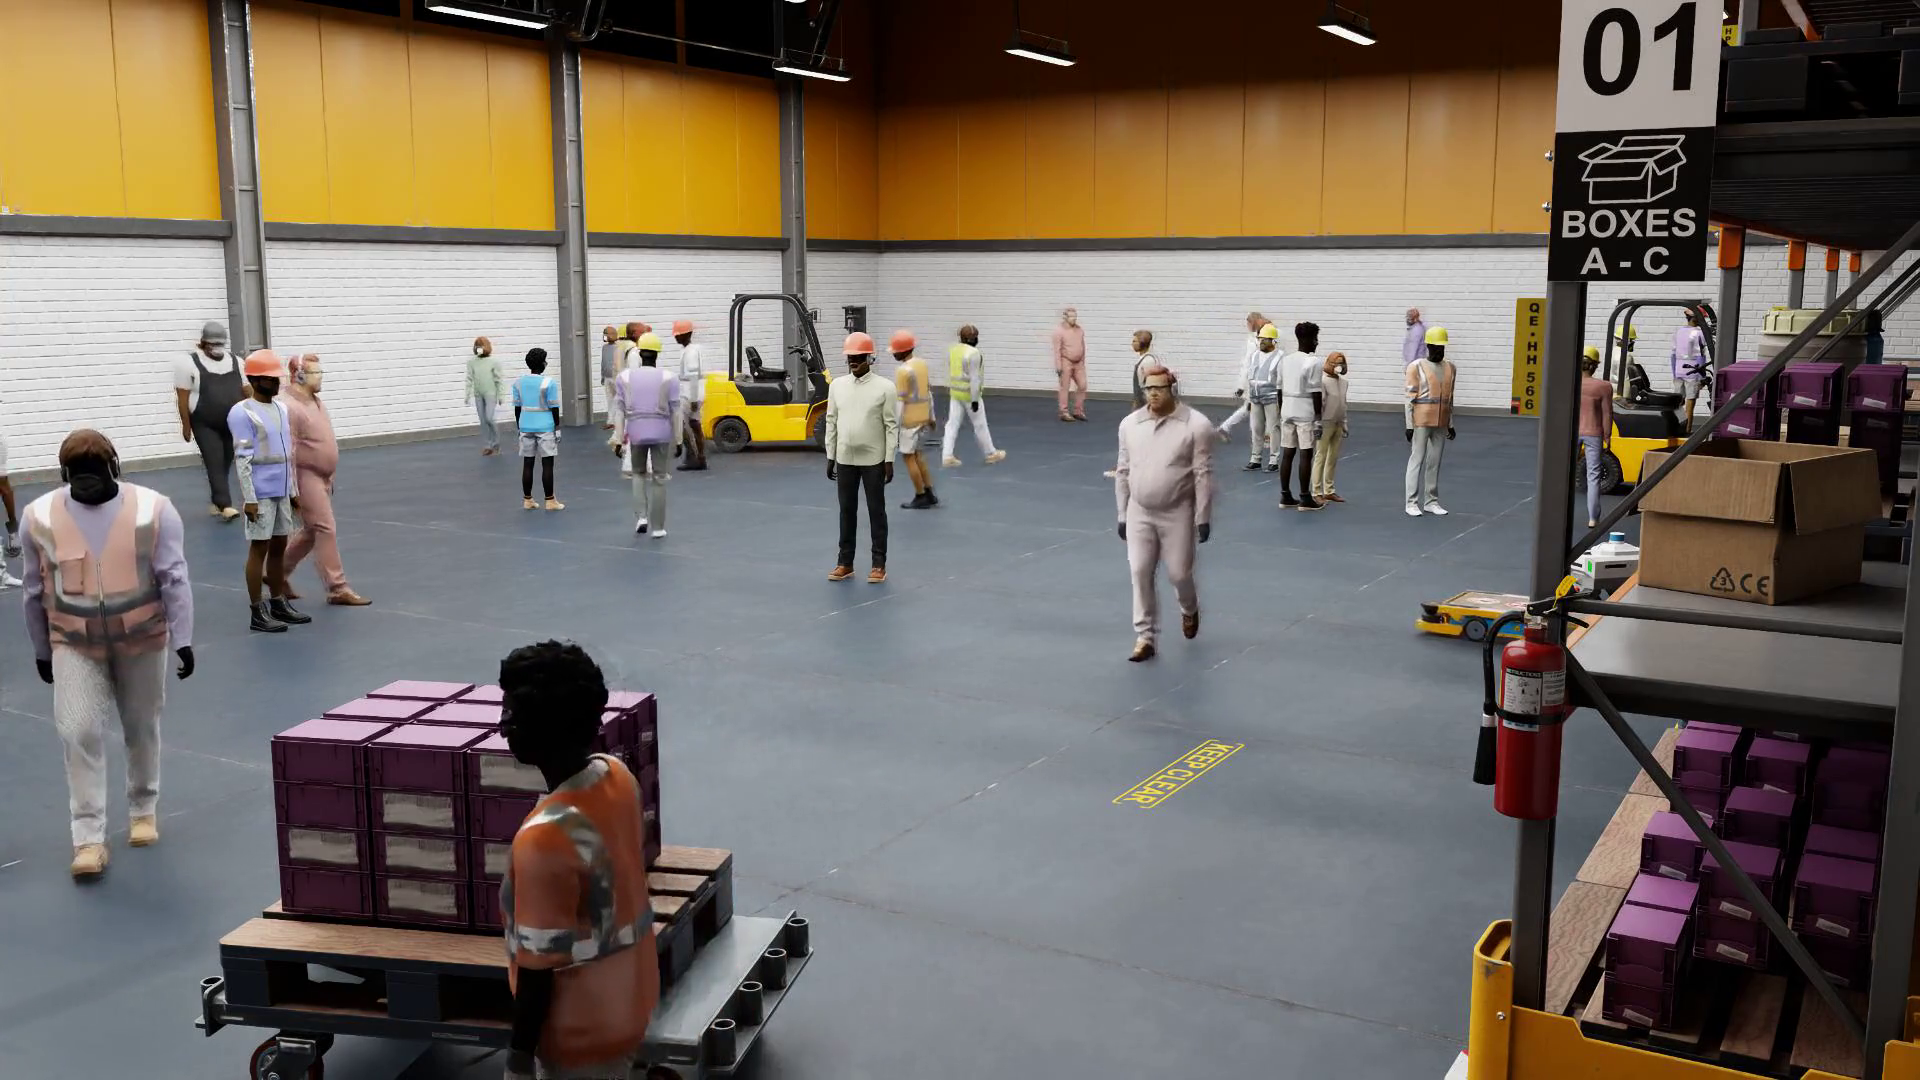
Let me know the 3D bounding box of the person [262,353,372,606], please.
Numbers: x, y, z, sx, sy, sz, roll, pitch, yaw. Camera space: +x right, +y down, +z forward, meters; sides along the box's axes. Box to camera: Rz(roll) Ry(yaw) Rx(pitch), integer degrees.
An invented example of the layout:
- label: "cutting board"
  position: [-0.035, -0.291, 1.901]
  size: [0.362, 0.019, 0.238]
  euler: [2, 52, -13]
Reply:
- label: "person"
  position: [-4.828, -0.446, 12.315]
  size: [0.849, 1.881, 0.661]
  euler: [0, 9, -1]

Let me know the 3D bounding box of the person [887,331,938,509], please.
- label: "person"
  position: [-0.466, -1.239, 17.292]
  size: [0.374, 1.868, 0.730]
  euler: [4, 10, 23]

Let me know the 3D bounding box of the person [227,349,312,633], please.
- label: "person"
  position: [-4.756, -0.341, 11.472]
  size: [0.354, 1.939, 0.544]
  euler: [2, 9, 11]

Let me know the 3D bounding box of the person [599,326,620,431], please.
- label: "person"
  position: [-5.454, -2.528, 26.065]
  size: [0.498, 1.634, 0.280]
  euler: [8, 12, 41]

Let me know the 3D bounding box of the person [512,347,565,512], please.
- label: "person"
  position: [-4.351, -1.135, 17.173]
  size: [0.541, 1.695, 0.316]
  euler: [3, 10, 19]

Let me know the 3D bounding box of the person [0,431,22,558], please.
- label: "person"
  position: [-6.050, -0.073, 10.116]
  size: [0.536, 1.831, 0.561]
  euler: [2, 9, 12]

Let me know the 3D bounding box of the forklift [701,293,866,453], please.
- label: "forklift"
  position: [-2.458, -2.344, 23.176]
  size: [2.313, 2.155, 1.214]
  euler: [0, 9, -2]

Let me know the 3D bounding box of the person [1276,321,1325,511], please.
- label: "person"
  position: [3.547, -1.290, 17.310]
  size: [0.369, 1.963, 0.608]
  euler: [-6, 11, -32]

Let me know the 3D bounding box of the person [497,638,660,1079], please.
- label: "person"
  position: [-0.872, 1.041, 3.617]
  size: [0.498, 1.682, 0.560]
  euler: [1, 9, 4]

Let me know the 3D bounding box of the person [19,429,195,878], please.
- label: "person"
  position: [-3.514, 0.454, 6.879]
  size: [0.648, 1.807, 0.833]
  euler: [-4, 10, -23]

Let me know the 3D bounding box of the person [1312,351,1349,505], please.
- label: "person"
  position: [3.975, -1.199, 17.777]
  size: [0.501, 1.631, 0.287]
  euler: [-8, 12, -39]

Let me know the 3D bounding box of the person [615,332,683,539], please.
- label: "person"
  position: [-2.883, -0.968, 15.458]
  size: [0.629, 1.911, 0.473]
  euler: [-1, 9, -3]

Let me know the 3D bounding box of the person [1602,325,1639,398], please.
- label: "person"
  position: [8.281, -1.790, 20.889]
  size: [0.404, 1.824, 0.591]
  euler: [0, 9, -1]

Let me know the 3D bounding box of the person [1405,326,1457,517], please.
- label: "person"
  position: [4.783, -1.199, 16.859]
  size: [0.594, 1.924, 0.384]
  euler: [-4, 10, -22]

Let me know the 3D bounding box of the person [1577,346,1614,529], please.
- label: "person"
  position: [6.031, -0.989, 16.078]
  size: [0.523, 1.760, 0.327]
  euler: [5, 10, 28]

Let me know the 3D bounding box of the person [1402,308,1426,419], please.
- label: "person"
  position: [7.706, -2.985, 28.225]
  size: [0.408, 1.867, 0.798]
  euler: [4, 10, 22]

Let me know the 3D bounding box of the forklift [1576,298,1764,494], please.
- label: "forklift"
  position: [7.954, -1.589, 18.462]
  size: [2.313, 2.155, 1.214]
  euler: [5, 11, 30]

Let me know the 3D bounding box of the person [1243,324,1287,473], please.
- label: "person"
  position: [3.778, -1.748, 20.566]
  size: [0.404, 1.837, 0.590]
  euler: [-8, 12, -42]

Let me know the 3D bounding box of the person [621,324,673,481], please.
- label: "person"
  position: [-3.767, -1.631, 19.761]
  size: [0.628, 1.859, 0.596]
  euler: [-1, 9, -5]

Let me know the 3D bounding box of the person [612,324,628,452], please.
- label: "person"
  position: [-4.569, -2.078, 22.869]
  size: [0.524, 1.762, 0.325]
  euler: [4, 10, 25]

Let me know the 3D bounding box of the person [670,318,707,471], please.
- label: "person"
  position: [-3.391, -1.796, 20.662]
  size: [0.533, 1.903, 0.618]
  euler: [-1, 9, -9]

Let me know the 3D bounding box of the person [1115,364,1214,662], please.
- label: "person"
  position: [1.311, -0.188, 10.674]
  size: [0.654, 1.882, 0.687]
  euler: [4, 10, 25]

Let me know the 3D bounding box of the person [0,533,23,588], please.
- label: "person"
  position: [-7.701, -0.428, 12.763]
  size: [0.785, 1.690, 0.518]
  euler: [-7, 12, -38]

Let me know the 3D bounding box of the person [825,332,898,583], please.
- label: "person"
  position: [-0.792, -0.654, 13.249]
  size: [0.611, 1.995, 0.381]
  euler: [3, 10, 18]

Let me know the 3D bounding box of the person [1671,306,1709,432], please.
- label: "person"
  position: [10.444, -2.365, 23.794]
  size: [0.400, 2.037, 0.610]
  euler: [-2, 9, -15]

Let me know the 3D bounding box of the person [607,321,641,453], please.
- label: "person"
  position: [-4.389, -2.013, 22.274]
  size: [0.543, 1.831, 0.643]
  euler: [-3, 10, -19]

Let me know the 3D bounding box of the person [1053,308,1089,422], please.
- label: "person"
  position: [1.875, -2.890, 27.525]
  size: [0.686, 1.887, 0.620]
  euler: [-6, 11, -34]

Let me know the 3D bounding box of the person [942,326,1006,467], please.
- label: "person"
  position: [0.144, -1.834, 21.237]
  size: [0.944, 1.789, 0.650]
  euler: [-7, 11, -36]

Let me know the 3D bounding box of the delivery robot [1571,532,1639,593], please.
- label: "delivery robot"
  position: [4.798, 0.188, 12.178]
  size: [0.707, 0.478, 0.477]
  euler: [-3, 10, -16]

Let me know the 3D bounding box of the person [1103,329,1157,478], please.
- label: "person"
  position: [2.248, -1.627, 19.941]
  size: [0.966, 1.809, 0.526]
  euler: [1, 9, 6]

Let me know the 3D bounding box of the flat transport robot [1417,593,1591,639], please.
- label: "flat transport robot"
  position: [3.878, 0.538, 11.168]
  size: [1.431, 0.197, 0.652]
  euler: [6, 11, 33]

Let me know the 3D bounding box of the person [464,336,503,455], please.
- label: "person"
  position: [-6.415, -1.934, 22.424]
  size: [0.506, 1.620, 0.409]
  euler: [2, 9, 15]

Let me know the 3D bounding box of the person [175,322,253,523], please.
- label: "person"
  position: [-7.309, -1.199, 16.502]
  size: [0.998, 2.000, 0.710]
  euler: [8, 12, 40]

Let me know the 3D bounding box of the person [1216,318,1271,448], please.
- label: "person"
  position: [4.037, -2.228, 23.555]
  size: [0.805, 1.850, 0.586]
  euler: [4, 10, 23]

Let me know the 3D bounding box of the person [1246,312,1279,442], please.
- label: "person"
  position: [4.400, -2.365, 24.220]
  size: [0.509, 1.897, 0.714]
  euler: [8, 12, 42]
